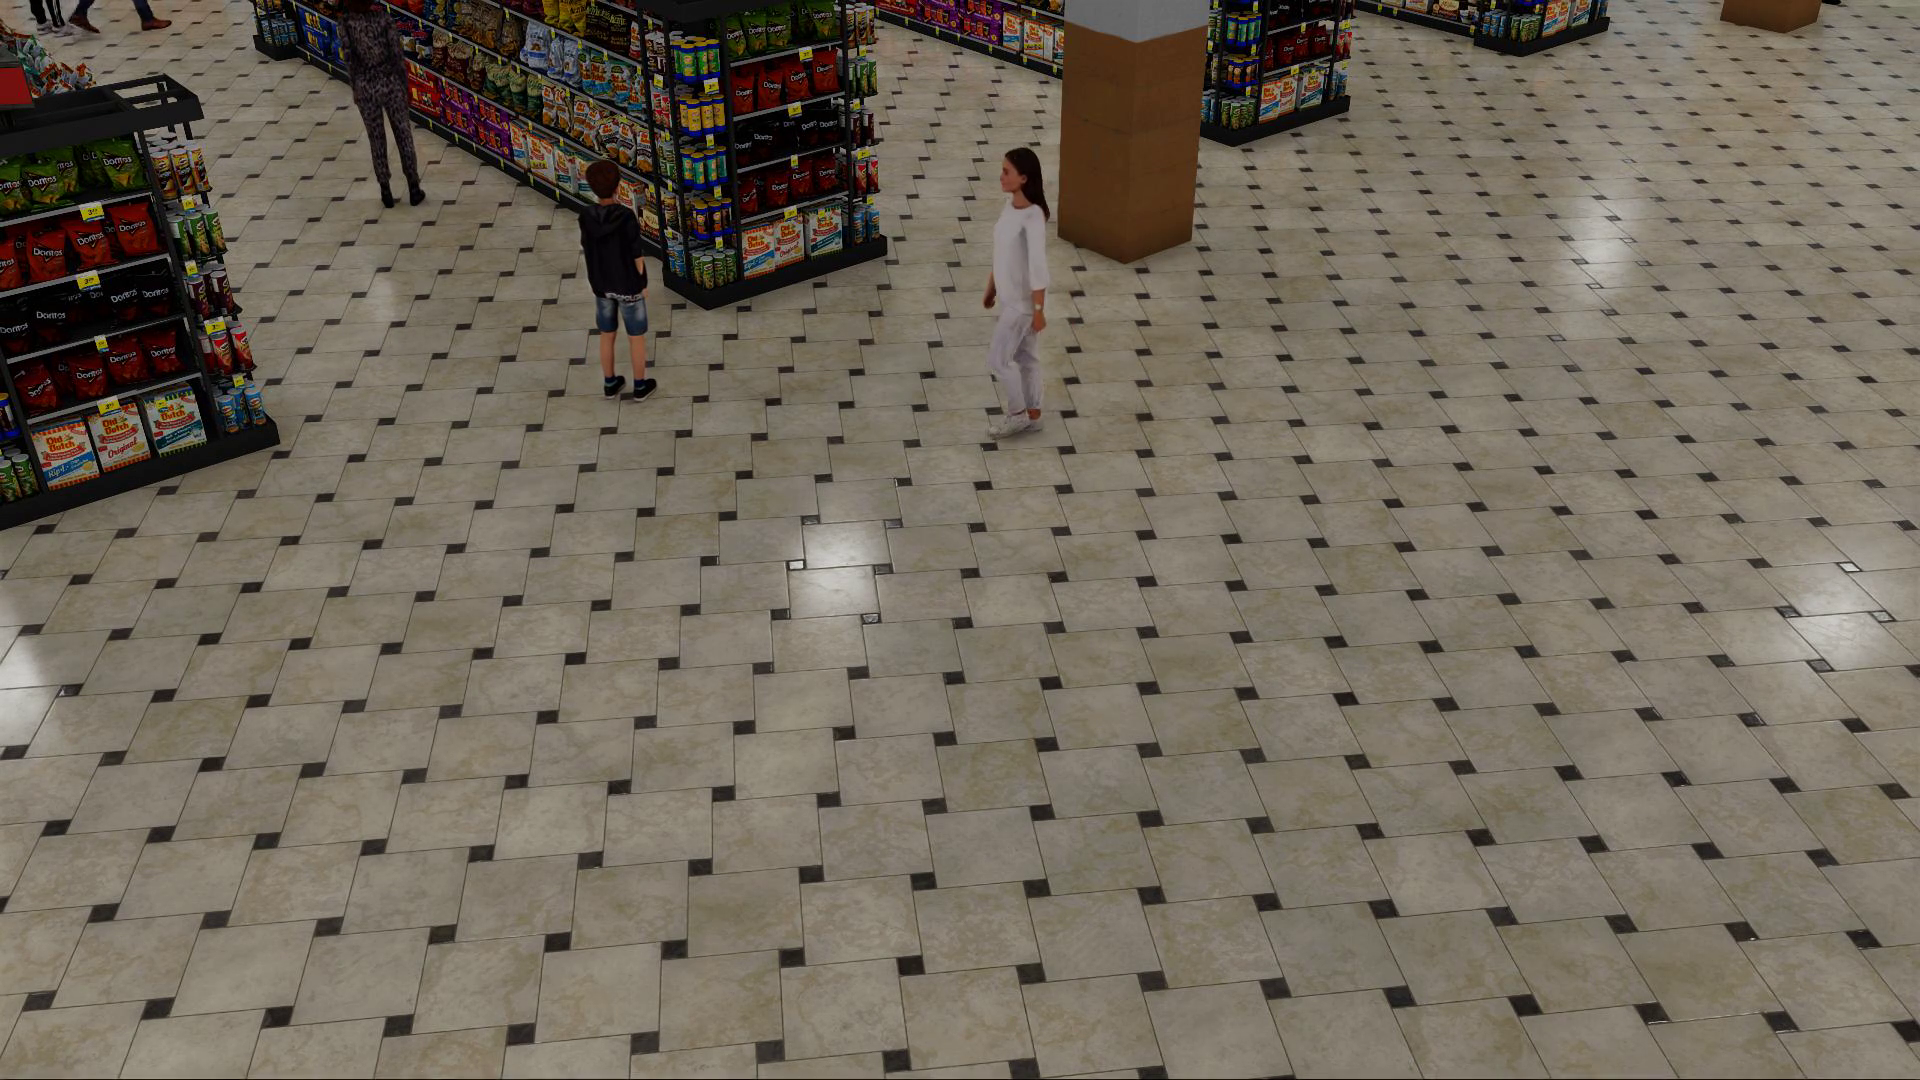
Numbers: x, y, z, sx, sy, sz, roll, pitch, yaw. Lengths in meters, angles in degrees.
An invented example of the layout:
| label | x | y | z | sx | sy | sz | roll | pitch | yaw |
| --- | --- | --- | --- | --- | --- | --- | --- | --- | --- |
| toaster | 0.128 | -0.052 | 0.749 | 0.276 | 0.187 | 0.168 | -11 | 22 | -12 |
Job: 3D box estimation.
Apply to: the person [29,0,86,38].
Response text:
| label | x | y | z | sx | sy | sz | roll | pitch | yaw |
| --- | --- | --- | --- | --- | --- | --- | --- | --- | --- |
| person | -9.181 | -5.919 | 16.402 | 0.611 | 1.827 | 0.778 | 18 | 36 | 26 |

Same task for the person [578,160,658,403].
| label | x | y | z | sx | sy | sz | roll | pitch | yaw |
| --- | --- | --- | --- | --- | --- | --- | --- | --- | --- |
| person | -1.990 | -1.496 | 9.653 | 0.592 | 1.447 | 0.676 | 9 | 33 | 14 |

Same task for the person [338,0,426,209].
| label | x | y | z | sx | sy | sz | roll | pitch | yaw |
| --- | --- | --- | --- | --- | --- | --- | --- | --- | --- |
| person | -4.306 | -3.326 | 12.342 | 0.667 | 1.714 | 0.688 | -7 | 33 | -11 |

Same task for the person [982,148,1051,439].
| label | x | y | z | sx | sy | sz | roll | pitch | yaw |
| --- | --- | --- | --- | --- | --- | --- | --- | --- | --- |
| person | 0.402 | -1.347 | 9.197 | 0.775 | 1.676 | 0.677 | -8 | 33 | -12 |

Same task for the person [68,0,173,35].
| label | x | y | z | sx | sy | sz | roll | pitch | yaw |
| --- | --- | --- | --- | --- | --- | --- | --- | --- | --- |
| person | -8.507 | -5.874 | 16.358 | 0.764 | 1.797 | 1.081 | -26 | 40 | -36 |
